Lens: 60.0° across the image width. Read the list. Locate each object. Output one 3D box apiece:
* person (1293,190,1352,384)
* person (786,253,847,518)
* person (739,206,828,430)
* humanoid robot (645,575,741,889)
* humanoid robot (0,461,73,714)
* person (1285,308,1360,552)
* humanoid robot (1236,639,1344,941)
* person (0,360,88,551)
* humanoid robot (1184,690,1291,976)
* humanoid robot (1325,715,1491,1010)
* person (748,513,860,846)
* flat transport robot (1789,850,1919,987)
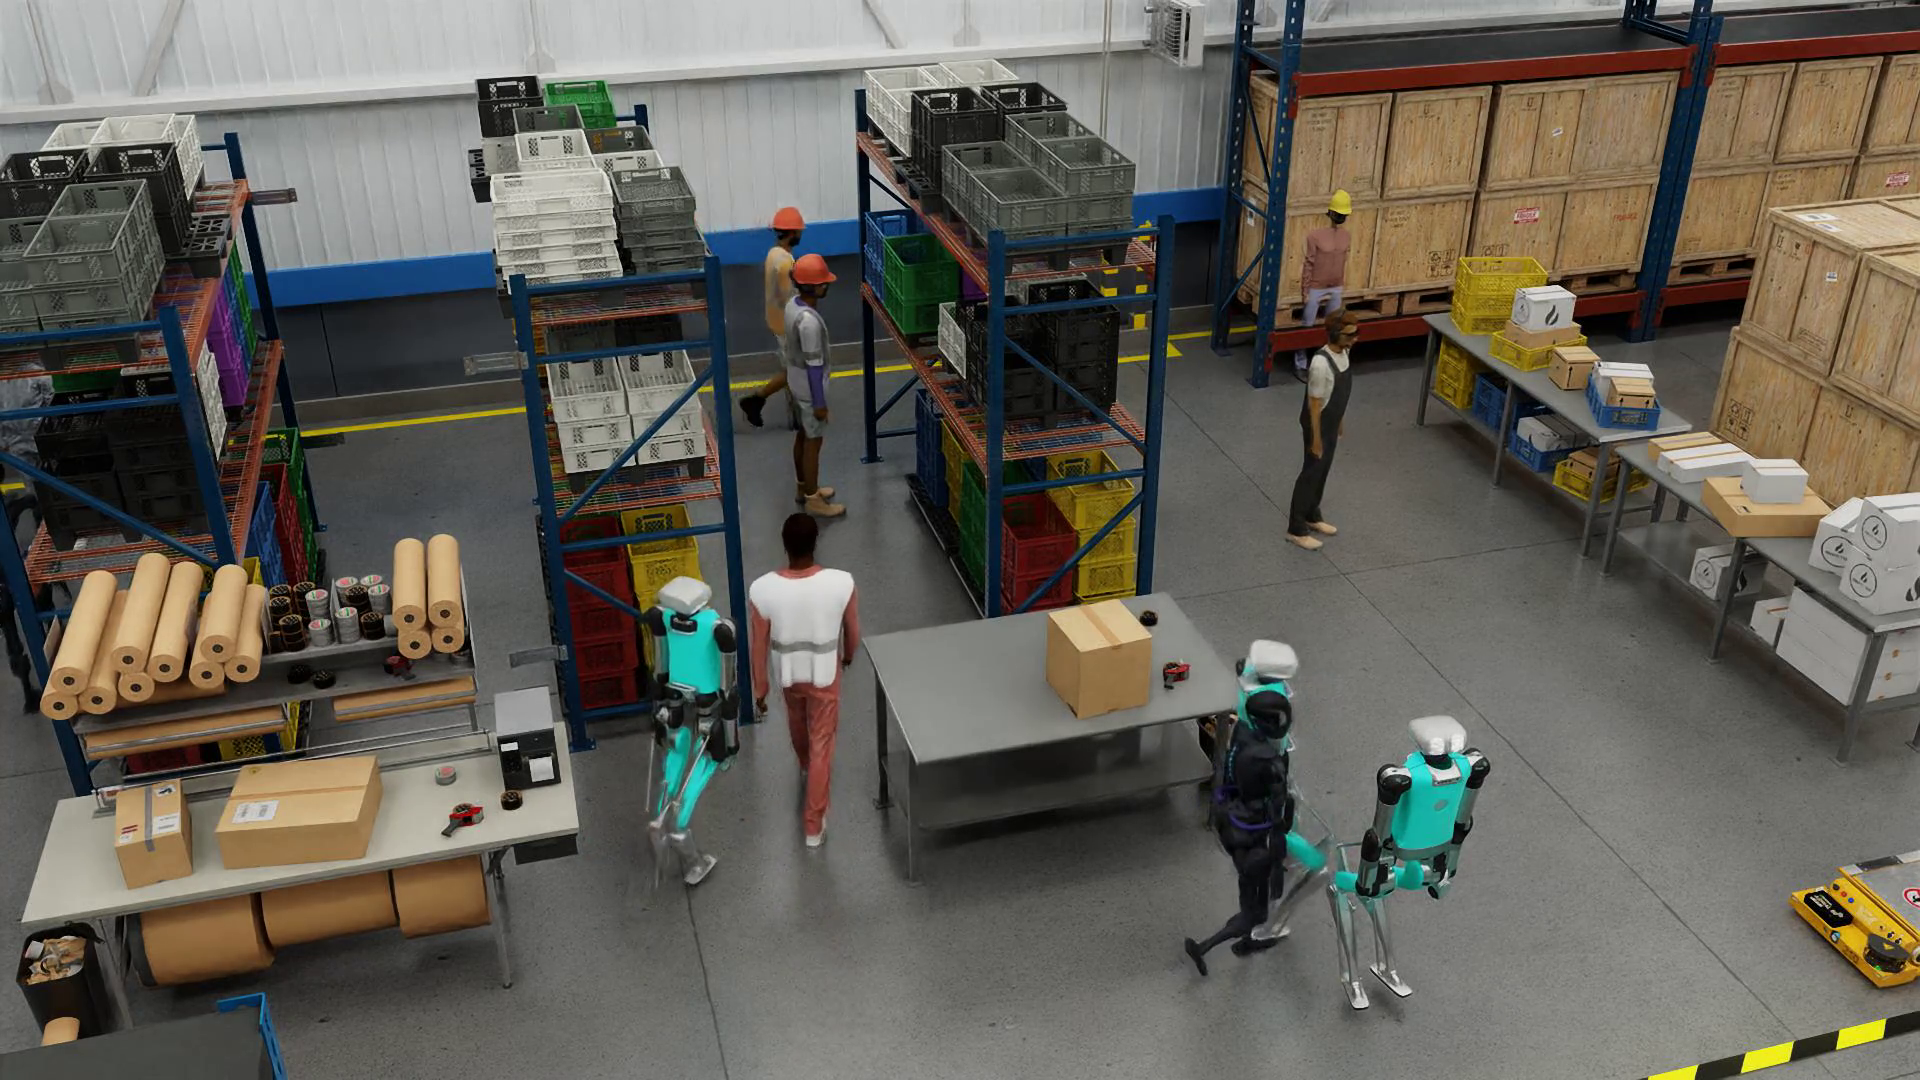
[{"bbox_3d":[3.238,-2.238,14.688,0.522,1.761,0.336,-10,30,-18],"label":"person"},{"bbox_3d":[-1.092,-1.154,12.421,0.391,2.044,0.607,-8,30,-14],"label":"person"},{"bbox_3d":[-1.486,-1.782,13.699,0.649,1.911,0.579,-6,29,-11],"label":"person"},{"bbox_3d":[-1.466,1.156,8.649,0.546,1.900,0.744,13,31,23],"label":"humanoid robot"},{"bbox_3d":[-5.887,0.214,10.338,0.608,1.630,0.714,-8,30,-14],"label":"humanoid robot"},{"bbox_3d":[2.632,-0.805,12.006,0.341,1.837,0.500,18,33,29],"label":"person"},{"bbox_3d":[1.665,1.316,8.311,0.653,1.872,0.542,-4,29,-8],"label":"humanoid robot"},{"bbox_3d":[-6.654,-0.711,11.924,0.491,1.740,0.316,-1,29,-1],"label":"person"},{"bbox_3d":[1.364,1.422,8.130,0.587,1.644,0.610,-8,30,-14],"label":"humanoid robot"},{"bbox_3d":[2.029,1.438,7.880,0.533,1.677,0.735,-8,30,-15],"label":"humanoid robot"},{"bbox_3d":[-0.844,0.711,9.213,0.570,1.860,0.986,2,29,4],"label":"person"},{"bbox_3d":[5.163,1.916,8.676,1.431,0.231,0.659,-8,30,-14],"label":"flat transport robot"}]
